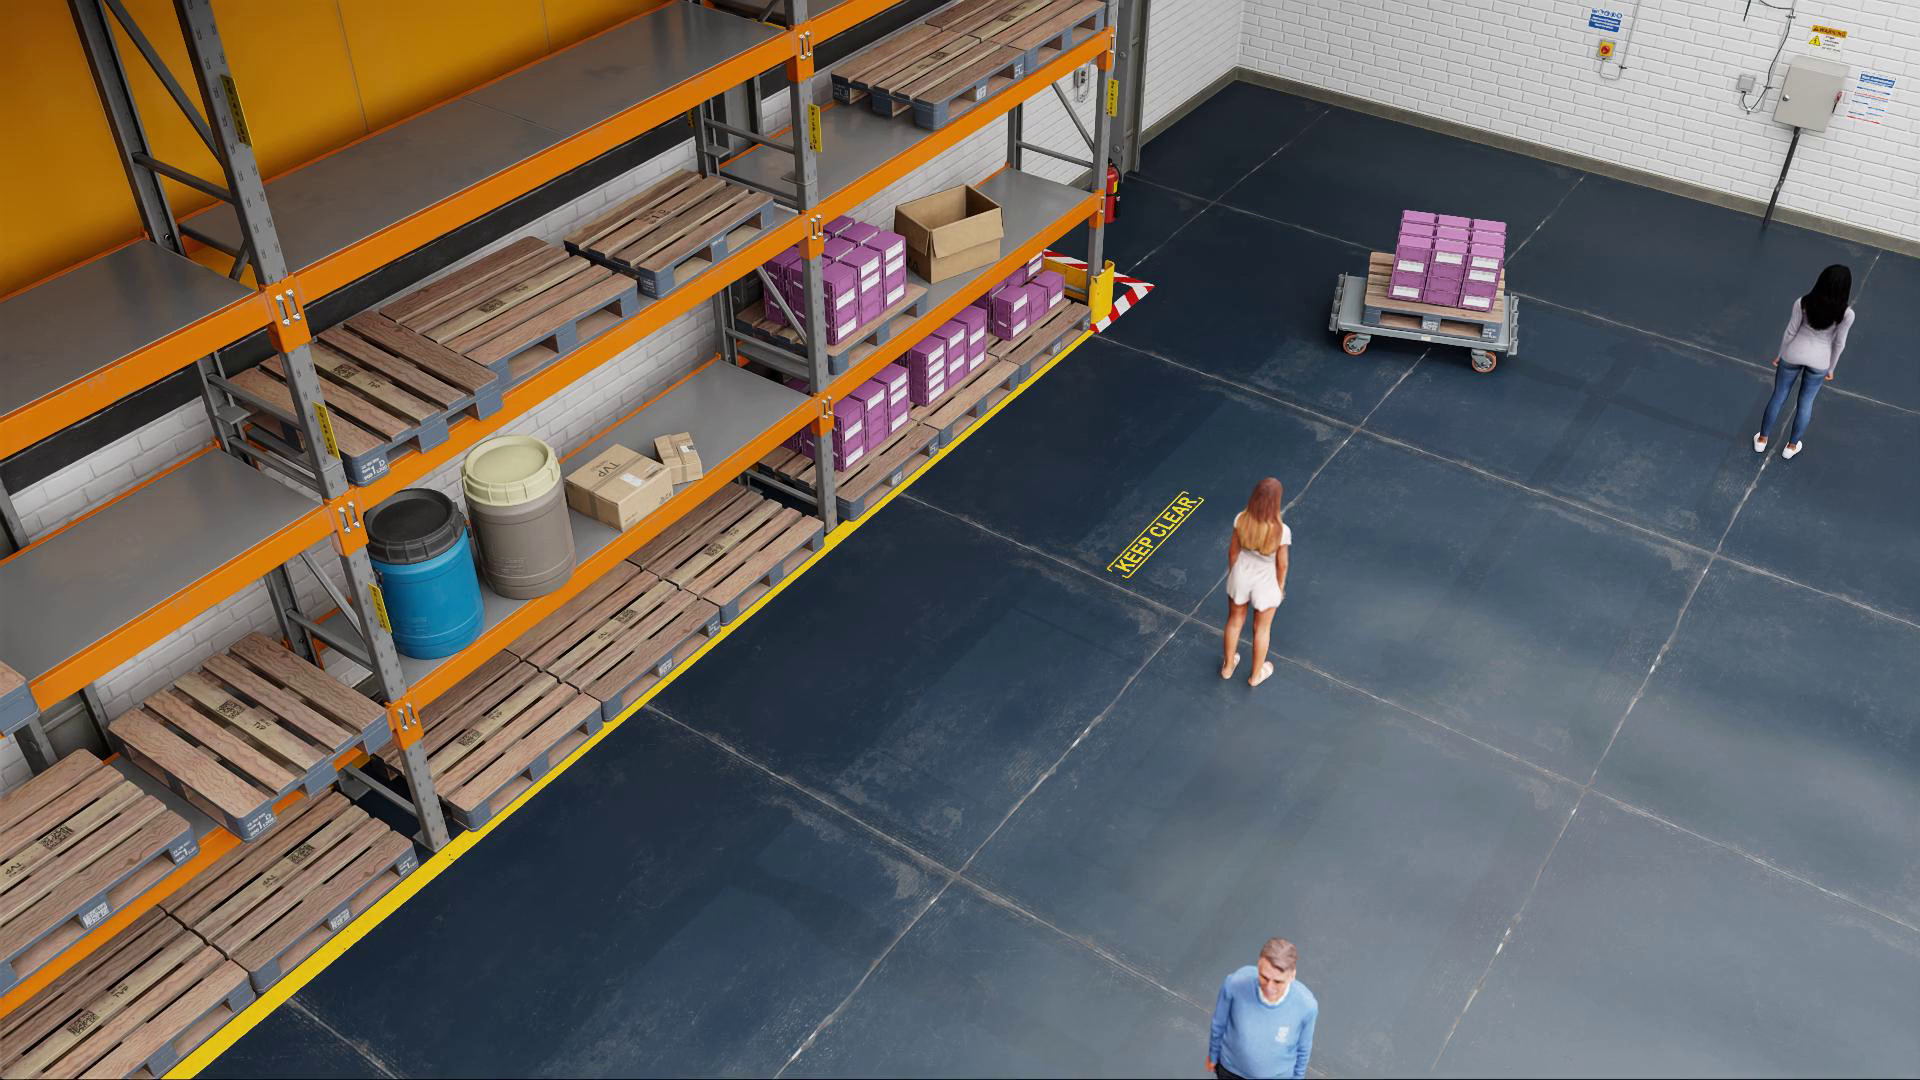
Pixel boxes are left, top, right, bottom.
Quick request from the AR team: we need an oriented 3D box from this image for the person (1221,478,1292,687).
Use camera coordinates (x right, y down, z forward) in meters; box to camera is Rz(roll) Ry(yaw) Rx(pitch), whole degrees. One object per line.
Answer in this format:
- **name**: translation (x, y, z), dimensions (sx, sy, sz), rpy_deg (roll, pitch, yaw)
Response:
- **person**: translation (2.014, 0.286, 11.372), dimensions (0.574, 1.696, 0.563), rpy_deg (20, 43, 24)

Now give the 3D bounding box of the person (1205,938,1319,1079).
- **person**: translation (1.499, 2.602, 8.373), dimensions (0.711, 1.820, 0.659), rpy_deg (13, 40, 15)

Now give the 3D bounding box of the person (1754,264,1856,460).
- **person**: translation (6.869, -1.453, 13.518), dimensions (0.626, 1.735, 0.543), rpy_deg (19, 43, 23)
